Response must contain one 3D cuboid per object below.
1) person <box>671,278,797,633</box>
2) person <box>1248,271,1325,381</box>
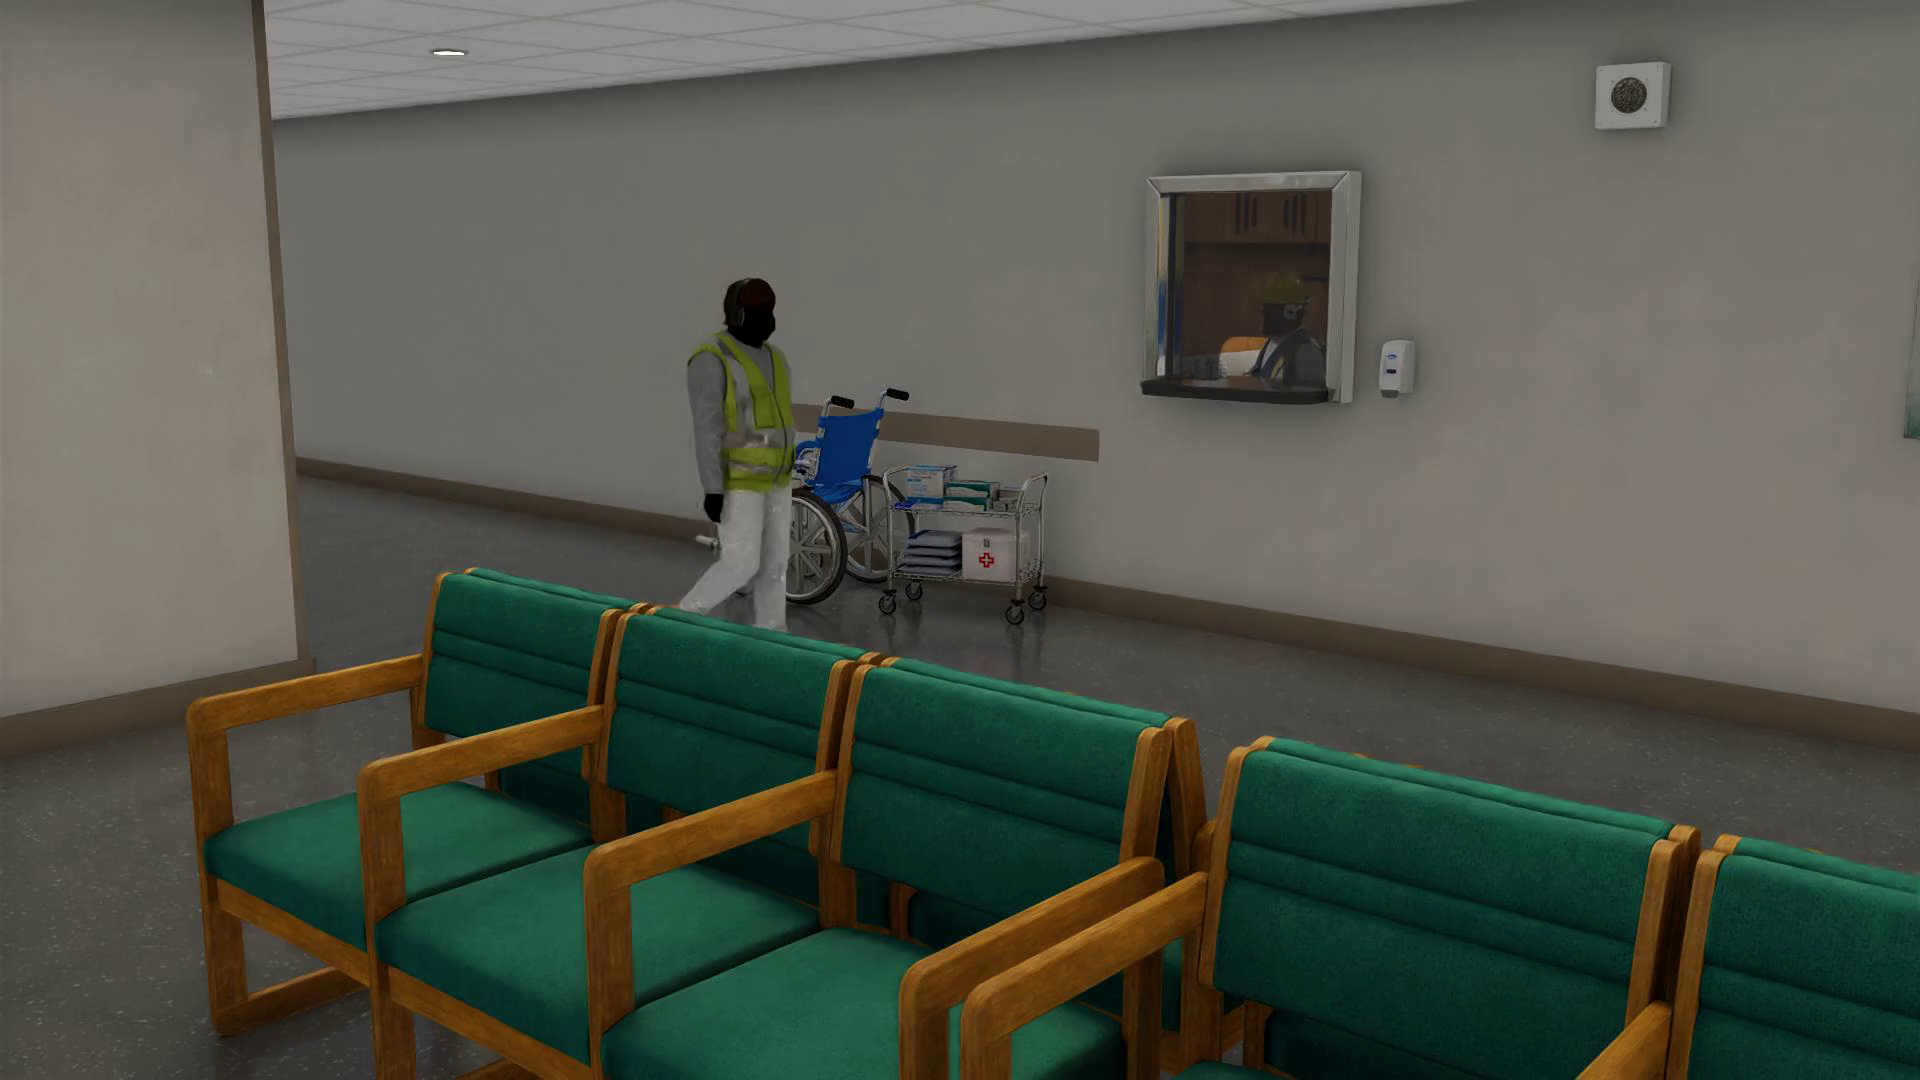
[{"bbox_3d":[-0.996,-0.274,7.580,0.607,1.830,0.641,6,12,31],"label":"person"},{"bbox_3d":[1.736,-0.531,9.024,0.404,1.831,0.600,-2,10,-11],"label":"person"}]
